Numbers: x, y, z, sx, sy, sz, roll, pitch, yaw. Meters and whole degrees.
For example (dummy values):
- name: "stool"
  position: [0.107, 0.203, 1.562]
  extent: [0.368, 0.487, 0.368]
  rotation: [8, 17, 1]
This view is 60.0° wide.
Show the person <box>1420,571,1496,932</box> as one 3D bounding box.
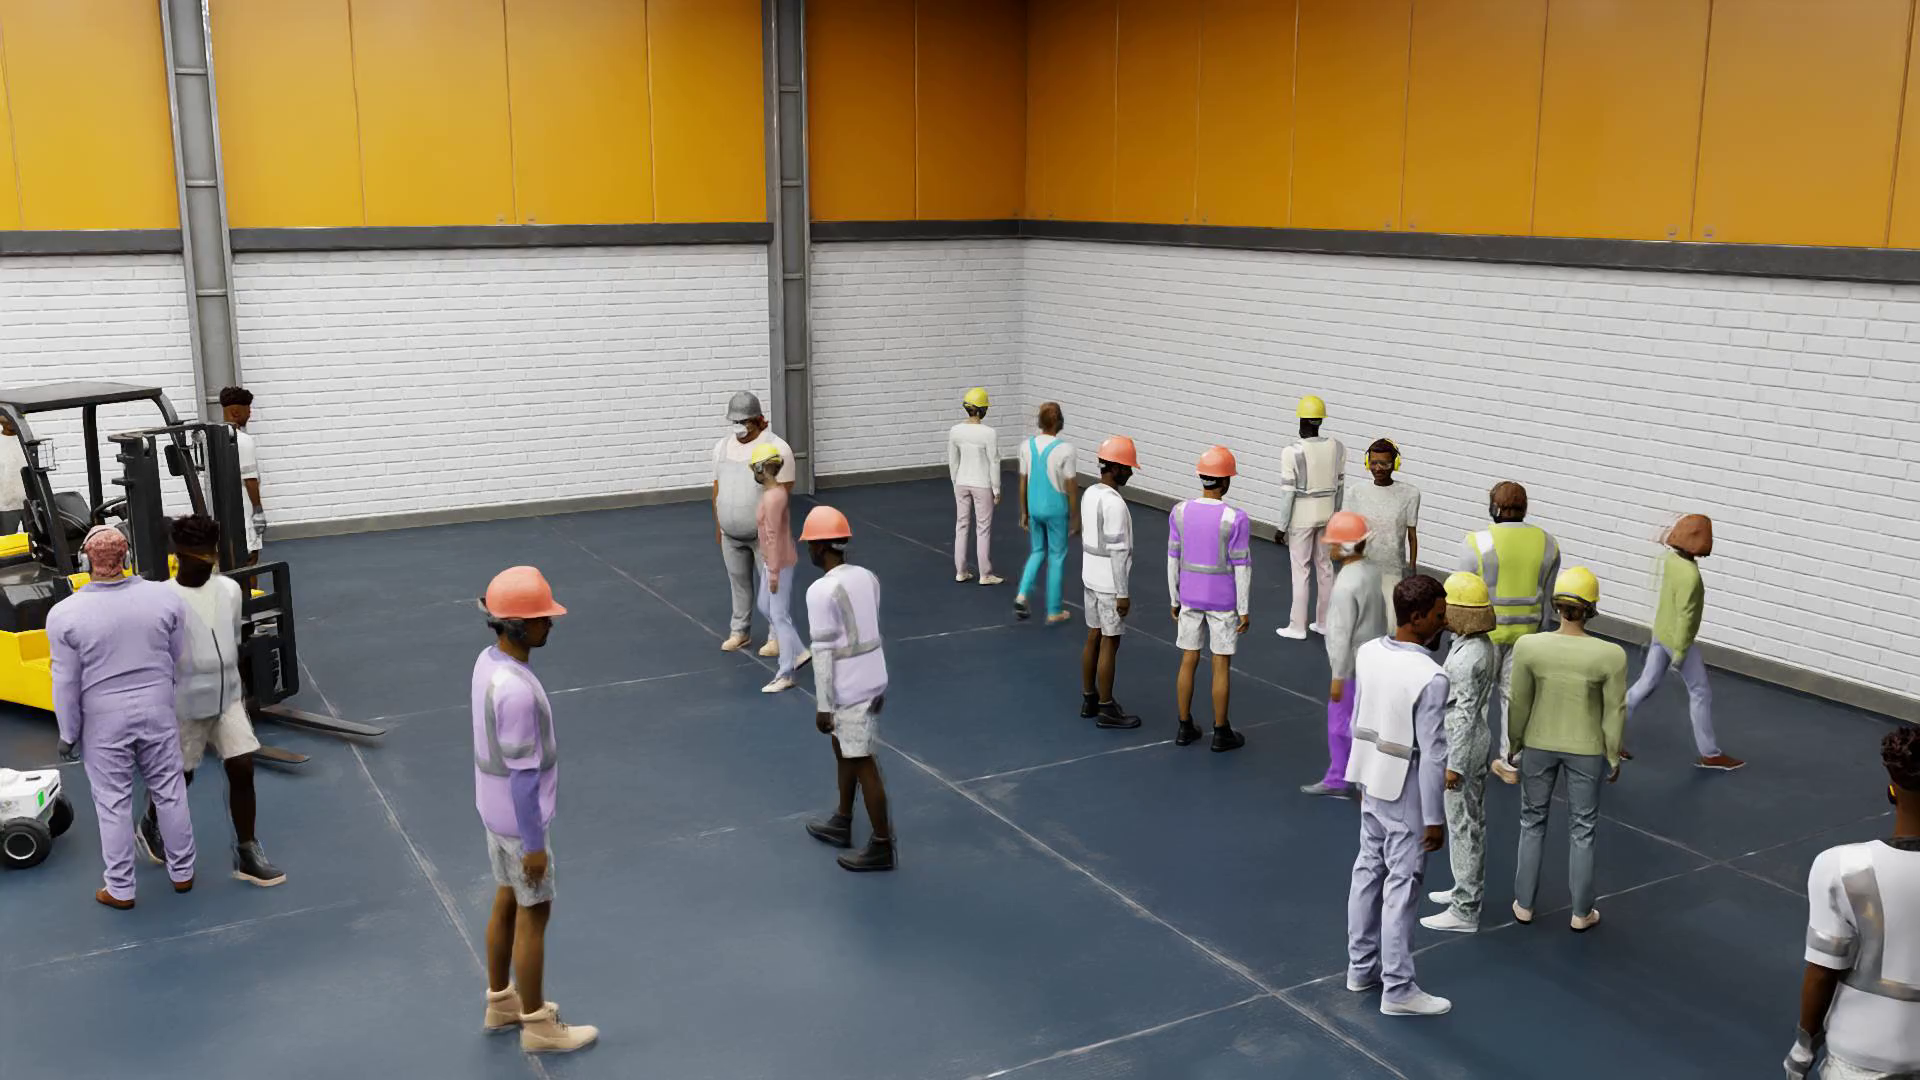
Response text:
- name: "person"
  position: [2.383, 1.005, 7.951]
  extent: [0.324, 1.742, 0.492]
  rotation: [5, 13, 24]

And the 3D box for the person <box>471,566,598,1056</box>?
- name: "person"
  position: [-1.773, 1.101, 6.813]
  extent: [0.397, 2.038, 0.614]
  rotation: [-6, 13, -25]

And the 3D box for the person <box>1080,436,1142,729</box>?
- name: "person"
  position: [0.995, 0.275, 10.939]
  extent: [0.373, 1.928, 0.543]
  rotation: [-4, 13, -17]

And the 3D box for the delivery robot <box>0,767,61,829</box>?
- name: "delivery robot"
  position: [-5.169, 1.378, 8.785]
  extent: [0.707, 0.478, 0.477]
  rotation: [-3, 12, -13]

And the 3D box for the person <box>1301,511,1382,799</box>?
- name: "person"
  position: [2.308, 0.696, 9.449]
  extent: [0.636, 1.724, 0.583]
  rotation: [6, 13, 26]

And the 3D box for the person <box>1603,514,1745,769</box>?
- name: "person"
  position: [4.354, 0.611, 10.153]
  extent: [0.849, 1.592, 0.508]
  rotation: [1, 12, 5]

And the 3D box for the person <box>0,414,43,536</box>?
- name: "person"
  position: [-7.673, -0.254, 13.560]
  extent: [0.309, 1.868, 0.534]
  rotation: [10, 16, 40]

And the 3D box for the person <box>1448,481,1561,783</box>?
- name: "person"
  position: [3.200, 0.557, 9.861]
  extent: [0.631, 1.831, 0.429]
  rotation: [-2, 12, -10]

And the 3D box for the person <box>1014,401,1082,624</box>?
- name: "person"
  position: [0.709, -0.203, 13.401]
  extent: [0.523, 1.835, 0.483]
  rotation: [9, 15, 35]

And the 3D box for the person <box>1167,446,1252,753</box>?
- name: "person"
  position: [1.581, 0.369, 10.474]
  extent: [0.552, 1.936, 0.360]
  rotation: [8, 14, 33]

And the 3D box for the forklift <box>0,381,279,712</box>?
- name: "forklift"
  position: [-5.853, 0.085, 11.199]
  extent: [2.313, 2.155, 1.214]
  rotation: [7, 14, 28]

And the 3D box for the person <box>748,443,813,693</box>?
- name: "person"
  position: [-1.293, 0.182, 11.808]
  extent: [0.395, 1.741, 0.625]
  rotation: [-1, 12, -6]

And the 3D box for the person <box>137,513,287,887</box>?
- name: "person"
  position: [-3.920, 0.798, 8.480]
  extent: [0.934, 1.929, 0.628]
  rotation: [7, 14, 29]

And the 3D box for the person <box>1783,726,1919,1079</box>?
- name: "person"
  position: [2.839, 1.514, 5.047]
  extent: [0.607, 1.962, 0.373]
  rotation: [2, 12, 9]

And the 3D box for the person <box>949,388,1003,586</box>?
- name: "person"
  position: [0.145, -0.474, 14.829]
  extent: [0.524, 1.769, 0.316]
  rotation: [8, 15, 34]

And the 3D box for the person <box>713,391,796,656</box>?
- name: "person"
  position: [-1.599, -0.132, 12.580]
  extent: [0.683, 2.000, 0.538]
  rotation: [5, 13, 22]

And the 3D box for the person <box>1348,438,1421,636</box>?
- name: "person"
  position: [2.864, 0.225, 11.337]
  extent: [0.503, 1.865, 0.335]
  rotation: [5, 13, 22]

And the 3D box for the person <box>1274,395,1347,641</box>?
- name: "person"
  position: [2.729, -0.169, 13.021]
  extent: [0.584, 1.928, 0.374]
  rotation: [-5, 13, -23]

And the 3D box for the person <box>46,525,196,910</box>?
- name: "person"
  position: [-4.120, 0.868, 8.205]
  extent: [0.637, 1.911, 0.403]
  rotation: [-11, 16, -41]

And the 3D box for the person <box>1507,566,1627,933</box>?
- name: "person"
  position: [2.888, 0.994, 7.953]
  extent: [0.533, 1.765, 0.326]
  rotation: [6, 13, 24]

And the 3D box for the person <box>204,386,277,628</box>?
- name: "person"
  position: [-5.785, -0.259, 13.368]
  extent: [0.601, 1.958, 0.388]
  rotation: [8, 15, 35]

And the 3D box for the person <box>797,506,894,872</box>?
- name: "person"
  position: [-0.600, 0.775, 8.712]
  extent: [0.671, 1.890, 0.543]
  rotation: [5, 13, 23]

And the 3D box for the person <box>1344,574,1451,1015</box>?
- name: "person"
  position: [1.880, 1.087, 7.162]
  extent: [0.399, 1.916, 0.590]
  rotation: [-4, 13, -18]
